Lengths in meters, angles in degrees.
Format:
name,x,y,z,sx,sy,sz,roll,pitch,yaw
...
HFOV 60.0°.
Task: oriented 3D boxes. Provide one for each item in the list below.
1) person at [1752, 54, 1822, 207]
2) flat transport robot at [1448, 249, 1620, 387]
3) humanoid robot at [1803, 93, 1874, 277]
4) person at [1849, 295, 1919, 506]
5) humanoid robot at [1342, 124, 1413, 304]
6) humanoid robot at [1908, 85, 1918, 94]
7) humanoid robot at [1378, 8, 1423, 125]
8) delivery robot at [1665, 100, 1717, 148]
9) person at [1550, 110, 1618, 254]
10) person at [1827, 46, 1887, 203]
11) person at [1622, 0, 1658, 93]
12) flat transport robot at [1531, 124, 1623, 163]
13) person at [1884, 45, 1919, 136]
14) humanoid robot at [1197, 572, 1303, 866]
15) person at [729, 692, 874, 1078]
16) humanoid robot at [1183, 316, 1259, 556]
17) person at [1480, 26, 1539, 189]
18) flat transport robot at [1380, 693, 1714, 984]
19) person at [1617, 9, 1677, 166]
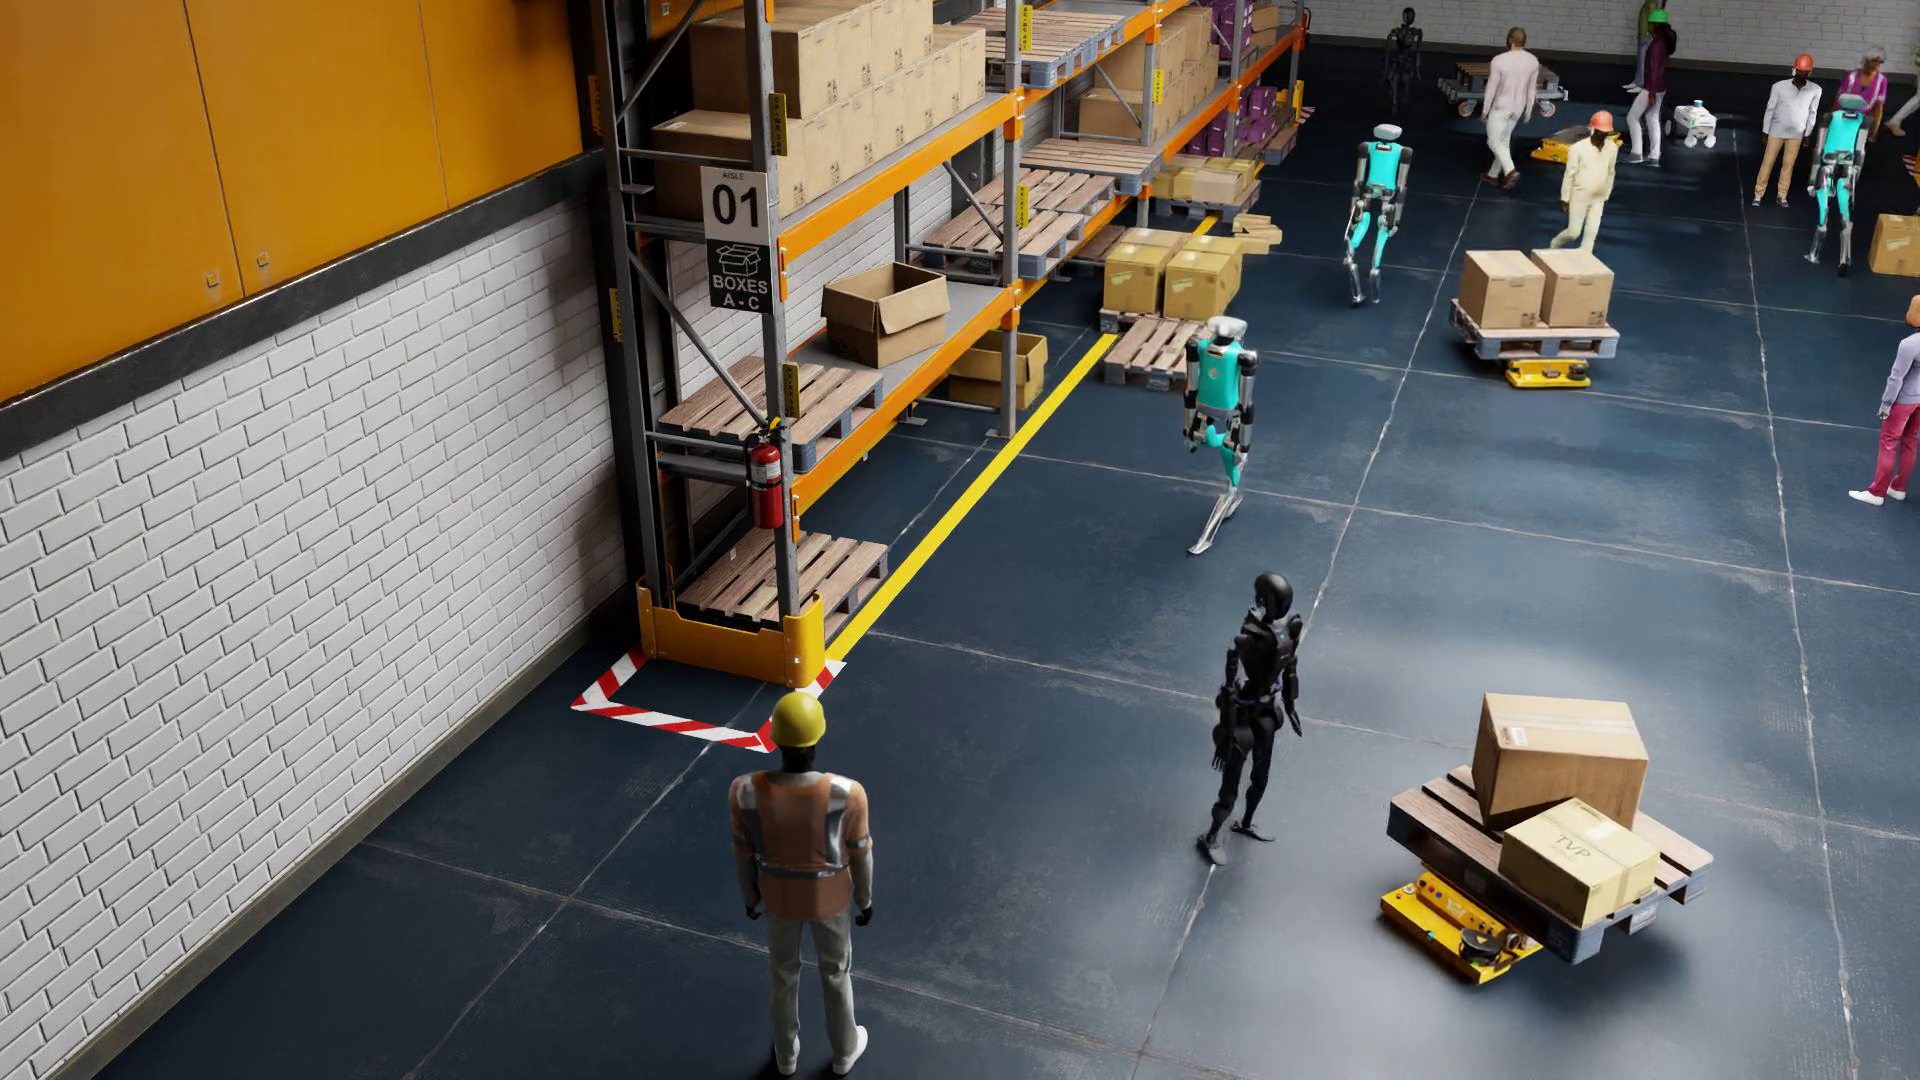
name,x,y,z,sx,sy,sz,roll,pitch,yaw
person,9.636,-4.766,19.370,0.558,1.755,0.319,7,28,13
flat transport robot,5.150,-1.723,15.092,0.659,0.231,1.431,-1,27,-1
humanoid robot,9.155,-3.623,17.218,0.547,1.824,0.918,1,27,1
person,6.972,-1.029,12.265,0.497,1.628,0.287,-13,30,-24
humanoid robot,3.966,-3.065,16.114,0.530,1.788,0.794,15,31,26
humanoid robot,14.554,-7.372,24.542,0.442,1.642,0.588,-11,29,-21
humanoid robot,5.976,-6.445,22.717,0.612,1.637,0.510,-8,28,-15
delivery robot,9.830,-5.578,22.251,0.522,0.587,0.734,1,27,2
person,6.394,-3.537,17.005,0.575,1.733,0.598,-7,28,-12
person,10.477,-4.857,19.488,0.542,1.802,0.950,10,29,18
person,10.225,-7.534,24.872,0.287,1.633,0.499,6,28,11
flat transport robot,8.102,-5.179,21.797,0.659,0.231,1.431,21,34,35
person,12.920,-6.239,22.162,0.741,1.823,0.637,13,30,24
humanoid robot,1.486,0.894,8.490,0.585,1.651,0.374,-22,34,-36
person,-0.654,1.487,7.058,0.586,1.927,0.359,1,27,3
humanoid robot,1.933,-0.810,11.773,0.534,1.772,1.030,18,32,31
person,6.613,-5.156,19.963,0.644,1.912,0.777,-8,28,-15
flat transport robot,2.877,1.730,8.395,1.431,0.231,0.659,-16,31,-28
person,8.752,-5.710,21.036,0.575,1.911,0.509,21,34,35
